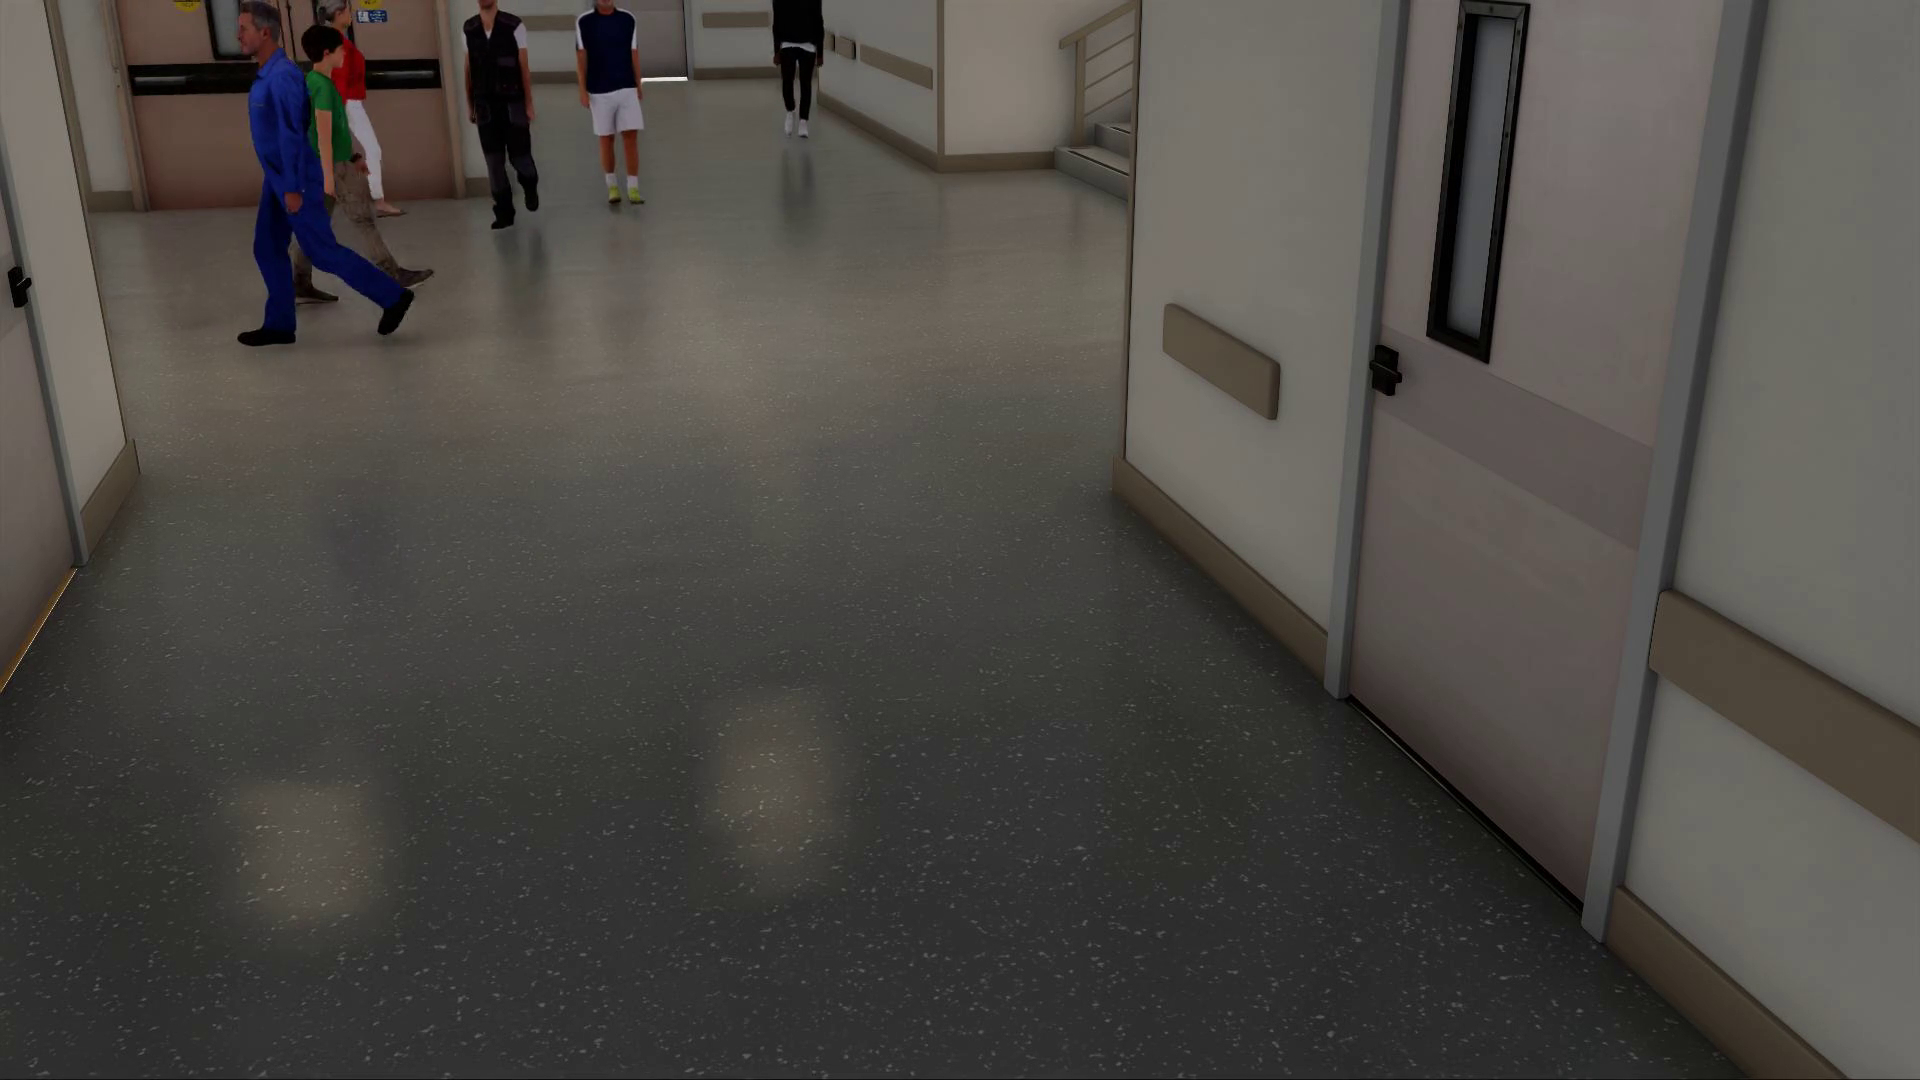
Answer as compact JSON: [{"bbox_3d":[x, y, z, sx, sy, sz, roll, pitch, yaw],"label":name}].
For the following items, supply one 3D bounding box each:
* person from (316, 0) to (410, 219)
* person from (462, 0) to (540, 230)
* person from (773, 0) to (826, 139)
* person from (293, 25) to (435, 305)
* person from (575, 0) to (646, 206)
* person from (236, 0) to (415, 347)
[{"bbox_3d":[-4.717,-3.190,12.464,1.173,1.655,0.816,-14,25,-33],"label":"person"},{"bbox_3d":[-3.397,-3.258,12.394,0.924,1.832,0.877,1,21,2],"label":"person"},{"bbox_3d":[-1.704,-5.148,17.414,0.643,1.810,0.769,-4,21,-10],"label":"person"},{"bbox_3d":[-3.816,-2.172,9.831,1.134,1.616,0.762,-11,23,-27],"label":"person"},{"bbox_3d":[-2.805,-3.611,13.350,0.816,1.814,0.735,-6,22,-16],"label":"person"},{"bbox_3d":[-3.466,-1.917,8.912,1.246,1.790,0.948,-12,24,-30],"label":"person"}]
